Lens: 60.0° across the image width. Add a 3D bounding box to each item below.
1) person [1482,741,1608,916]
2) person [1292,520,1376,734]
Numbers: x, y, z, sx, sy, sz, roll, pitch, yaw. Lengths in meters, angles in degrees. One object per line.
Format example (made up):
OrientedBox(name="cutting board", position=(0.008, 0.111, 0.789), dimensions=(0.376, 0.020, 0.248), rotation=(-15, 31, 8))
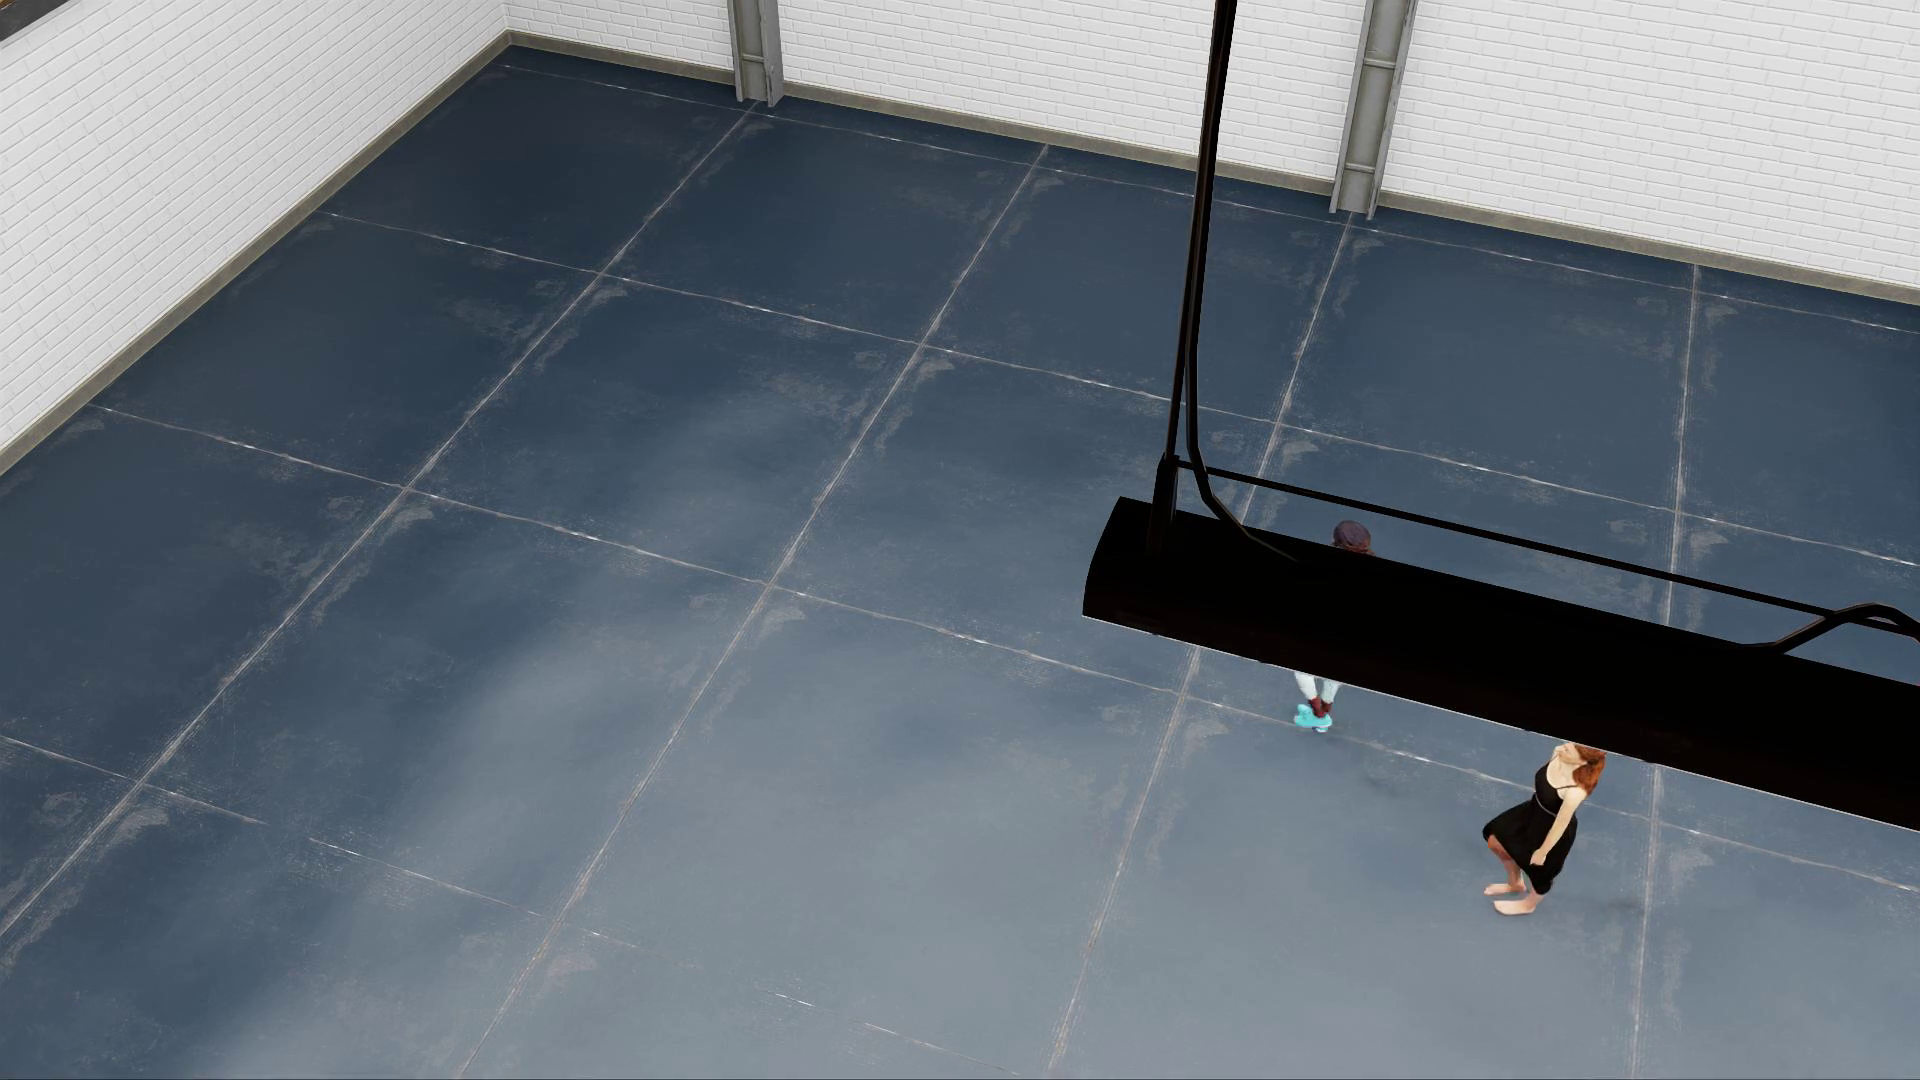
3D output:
OrientedBox(name="person", position=(3.353, 1.594, 9.256), dimensions=(0.707, 1.618, 0.674), rotation=(1, 44, 1))
OrientedBox(name="person", position=(2.351, 0.601, 10.225), dimensions=(0.701, 1.720, 0.689), rotation=(34, 53, 30))
